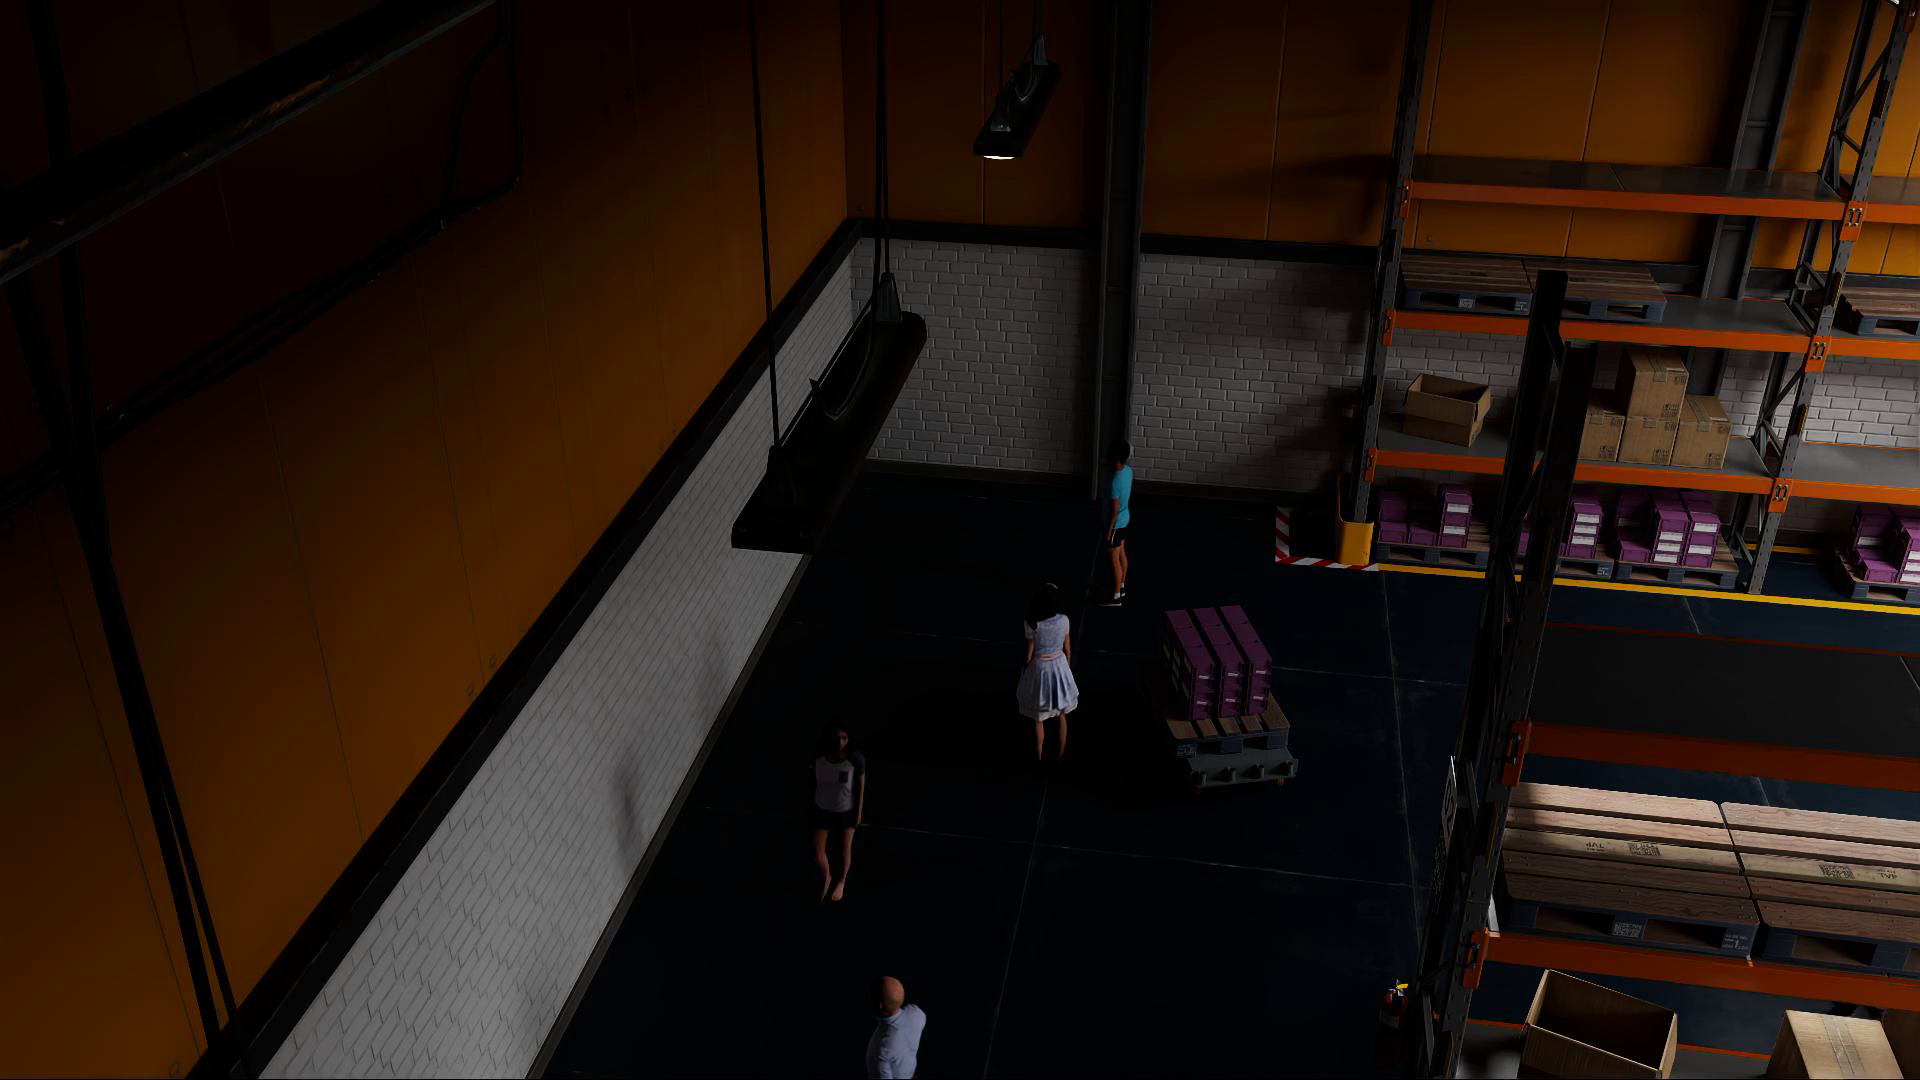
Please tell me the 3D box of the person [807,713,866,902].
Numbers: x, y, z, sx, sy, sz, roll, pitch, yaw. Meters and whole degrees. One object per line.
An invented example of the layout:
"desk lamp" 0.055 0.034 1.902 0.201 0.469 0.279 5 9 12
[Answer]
"person" -0.913 1.983 12.605 0.535 1.691 0.671 6 29 10

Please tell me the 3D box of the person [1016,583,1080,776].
"person" 0.729 1.172 13.958 0.763 1.818 0.854 -4 29 -7

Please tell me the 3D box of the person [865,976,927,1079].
"person" -0.396 3.341 10.013 0.649 1.789 0.704 13 31 23

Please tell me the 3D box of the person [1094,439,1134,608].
"person" 1.549 -0.176 16.476 0.562 1.774 0.654 10 30 17
